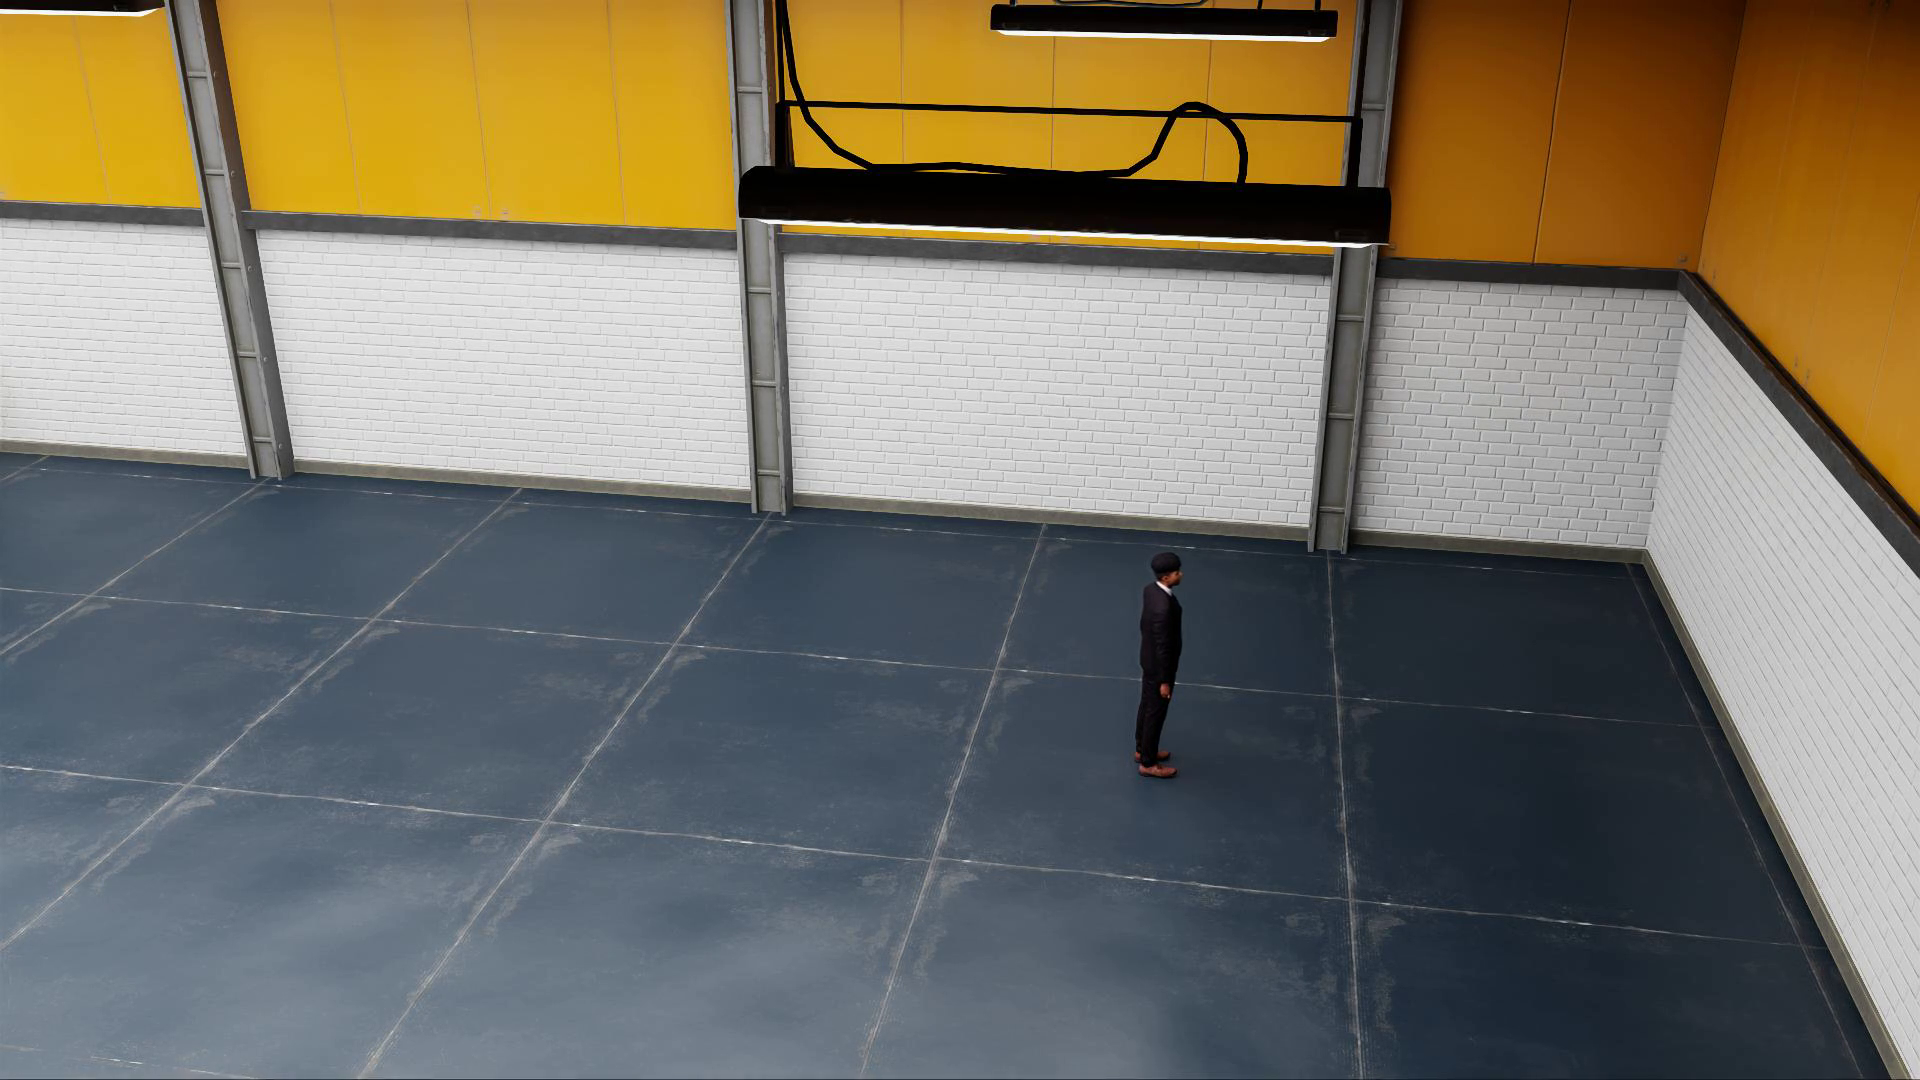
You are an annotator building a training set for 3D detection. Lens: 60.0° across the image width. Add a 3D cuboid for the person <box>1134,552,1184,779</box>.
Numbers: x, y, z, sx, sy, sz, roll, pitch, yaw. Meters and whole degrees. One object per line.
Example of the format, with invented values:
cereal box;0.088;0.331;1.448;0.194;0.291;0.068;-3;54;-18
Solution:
person;1.544;0.955;13.034;0.648;1.881;0.753;-2;24;-4
